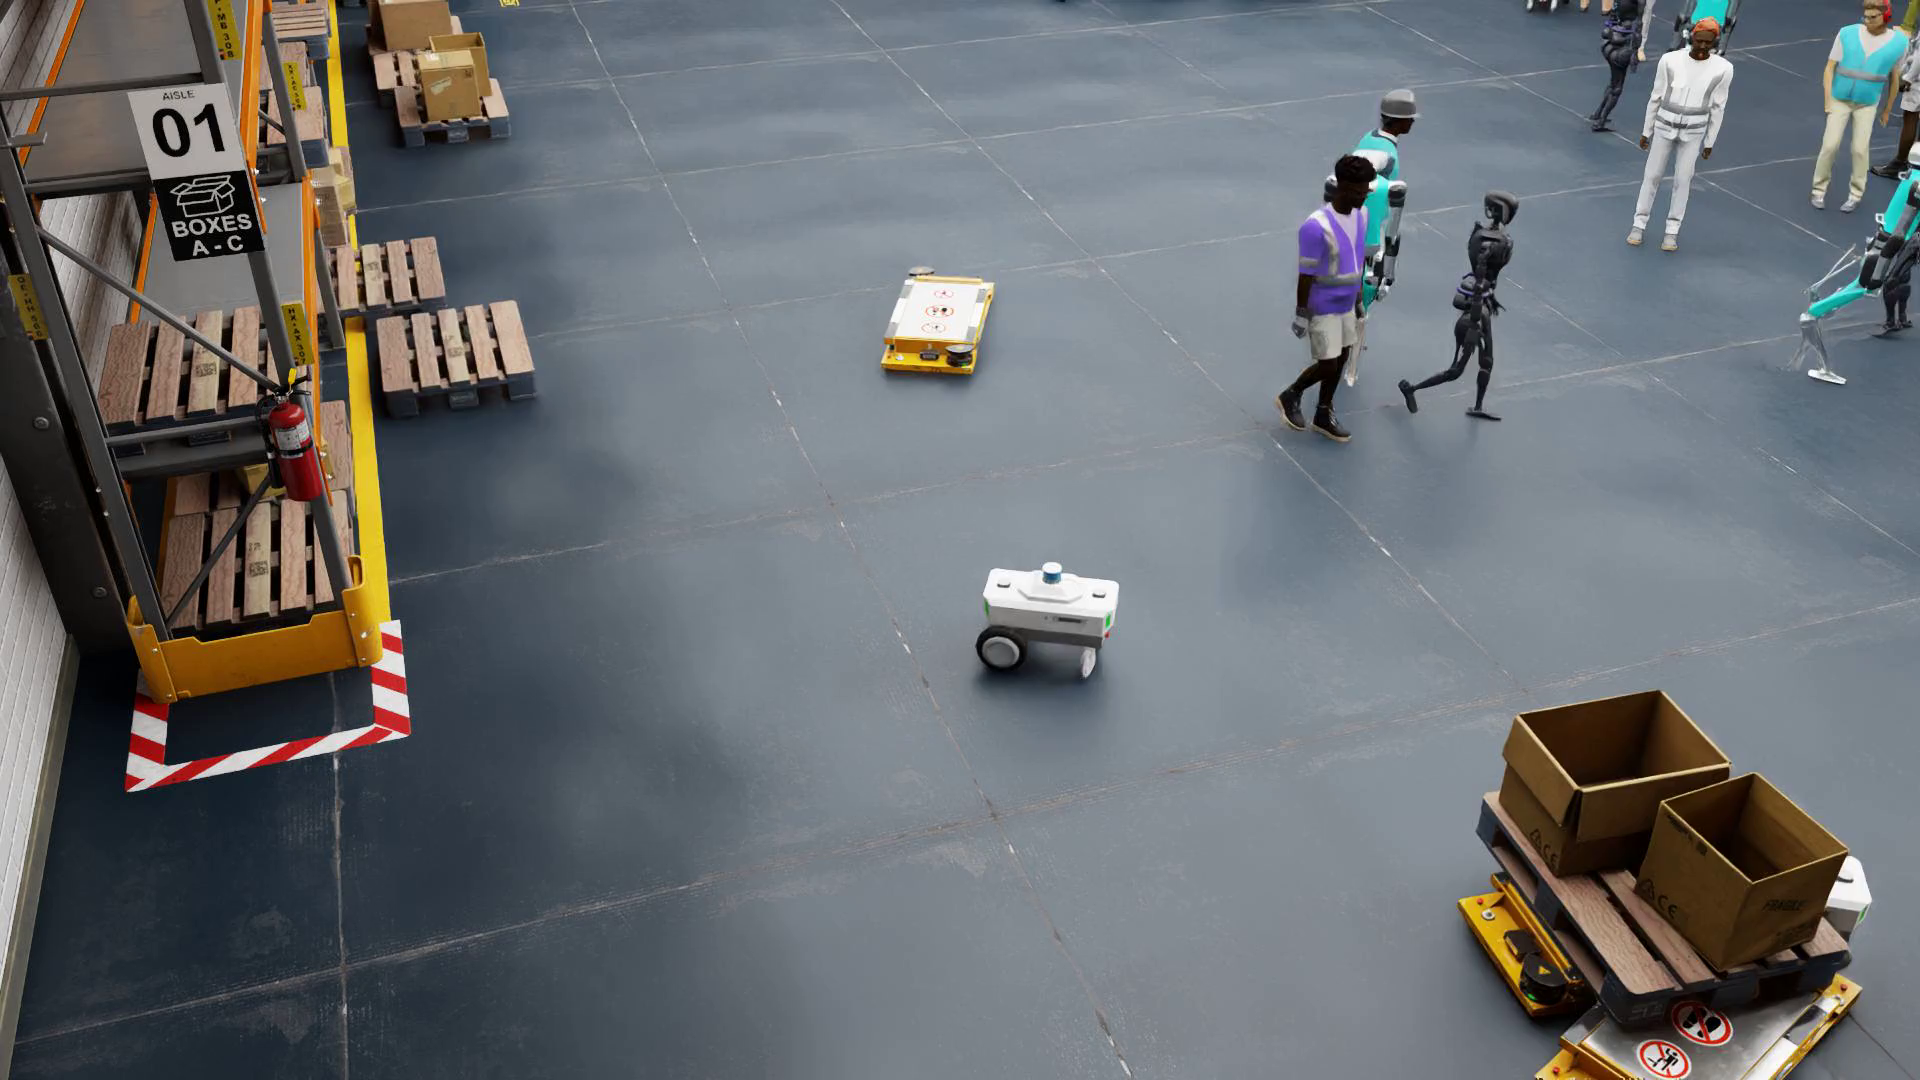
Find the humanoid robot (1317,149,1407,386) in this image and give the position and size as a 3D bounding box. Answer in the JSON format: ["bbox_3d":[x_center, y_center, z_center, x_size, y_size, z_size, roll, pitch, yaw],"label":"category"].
[{"bbox_3d":[2.717,-1.865,11.410,0.535,1.826,0.739,9,34,13],"label":"humanoid robot"}]

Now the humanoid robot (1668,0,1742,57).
[{"bbox_3d":[6.896,-4.645,15.668,0.545,1.806,0.776,3,33,4],"label":"humanoid robot"}]

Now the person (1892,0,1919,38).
[{"bbox_3d":[10.796,-6.371,18.212,0.537,1.814,0.678,-8,34,-12],"label":"person"}]

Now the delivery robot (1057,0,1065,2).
[{"bbox_3d":[1.260,-6.866,20.116,0.499,0.583,0.774,-19,37,-26],"label":"delivery robot"}]

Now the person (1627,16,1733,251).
[{"bbox_3d":[5.799,-3.270,13.403,0.573,1.880,0.361,15,36,22],"label":"person"}]

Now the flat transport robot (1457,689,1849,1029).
[{"bbox_3d":[2.996,1.666,7.303,1.431,0.231,0.659,-8,34,-12],"label":"flat transport robot"}]

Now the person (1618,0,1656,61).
[{"bbox_3d":[7.300,-6.041,17.658,0.470,1.871,0.349,7,34,10],"label":"person"}]

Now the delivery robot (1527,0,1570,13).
[{"bbox_3d":[6.992,-6.603,19.727,0.499,0.599,0.784,15,36,21],"label":"delivery robot"}]

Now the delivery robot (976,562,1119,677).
[{"bbox_3d":[0.457,0.399,8.992,0.775,0.603,0.514,6,34,9],"label":"delivery robot"}]

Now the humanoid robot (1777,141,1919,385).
[{"bbox_3d":[6.084,-1.844,11.436,0.796,1.884,0.530,15,36,22],"label":"humanoid robot"}]

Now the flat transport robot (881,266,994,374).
[{"bbox_3d":[-0.149,-1.640,12.373,0.659,0.231,1.431,4,33,6],"label":"flat transport robot"}]

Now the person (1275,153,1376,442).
[{"bbox_3d":[2.388,-1.529,10.667,0.617,1.948,0.433,-27,42,-35],"label":"person"}]

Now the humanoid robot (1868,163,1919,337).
[{"bbox_3d":[6.963,-2.274,12.062,0.452,1.638,0.603,1,33,1],"label":"humanoid robot"}]

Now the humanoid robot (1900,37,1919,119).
[{"bbox_3d":[9.399,-4.748,15.808,0.895,1.779,0.543,0,33,0],"label":"humanoid robot"}]

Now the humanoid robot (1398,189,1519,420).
[{"bbox_3d":[3.361,-1.555,10.979,0.699,1.635,0.609,15,36,21],"label":"humanoid robot"}]

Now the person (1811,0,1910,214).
[{"bbox_3d":[7.582,-3.687,14.104,0.575,1.807,0.546,19,38,27],"label":"person"}]

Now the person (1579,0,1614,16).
[{"bbox_3d":[7.516,-6.941,19.223,0.475,1.669,0.388,18,37,26],"label":"person"}]

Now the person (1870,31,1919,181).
[{"bbox_3d":[8.546,-4.151,14.698,0.542,1.939,0.361,-16,36,-23],"label":"person"}]

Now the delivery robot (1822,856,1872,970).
[{"bbox_3d":[3.512,1.533,7.240,0.784,0.589,0.499,7,34,11],"label":"delivery robot"}]

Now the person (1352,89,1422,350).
[{"bbox_3d":[2.902,-2.257,11.818,0.522,1.915,0.563,-1,33,-1],"label":"person"}]

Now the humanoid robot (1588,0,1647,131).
[{"bbox_3d":[6.284,-4.715,15.795,0.312,1.649,0.610,-3,33,-5],"label":"humanoid robot"}]

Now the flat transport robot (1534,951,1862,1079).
[{"bbox_3d":[3.038,1.998,6.794,1.431,0.231,0.659,-25,41,-33],"label":"flat transport robot"}]
